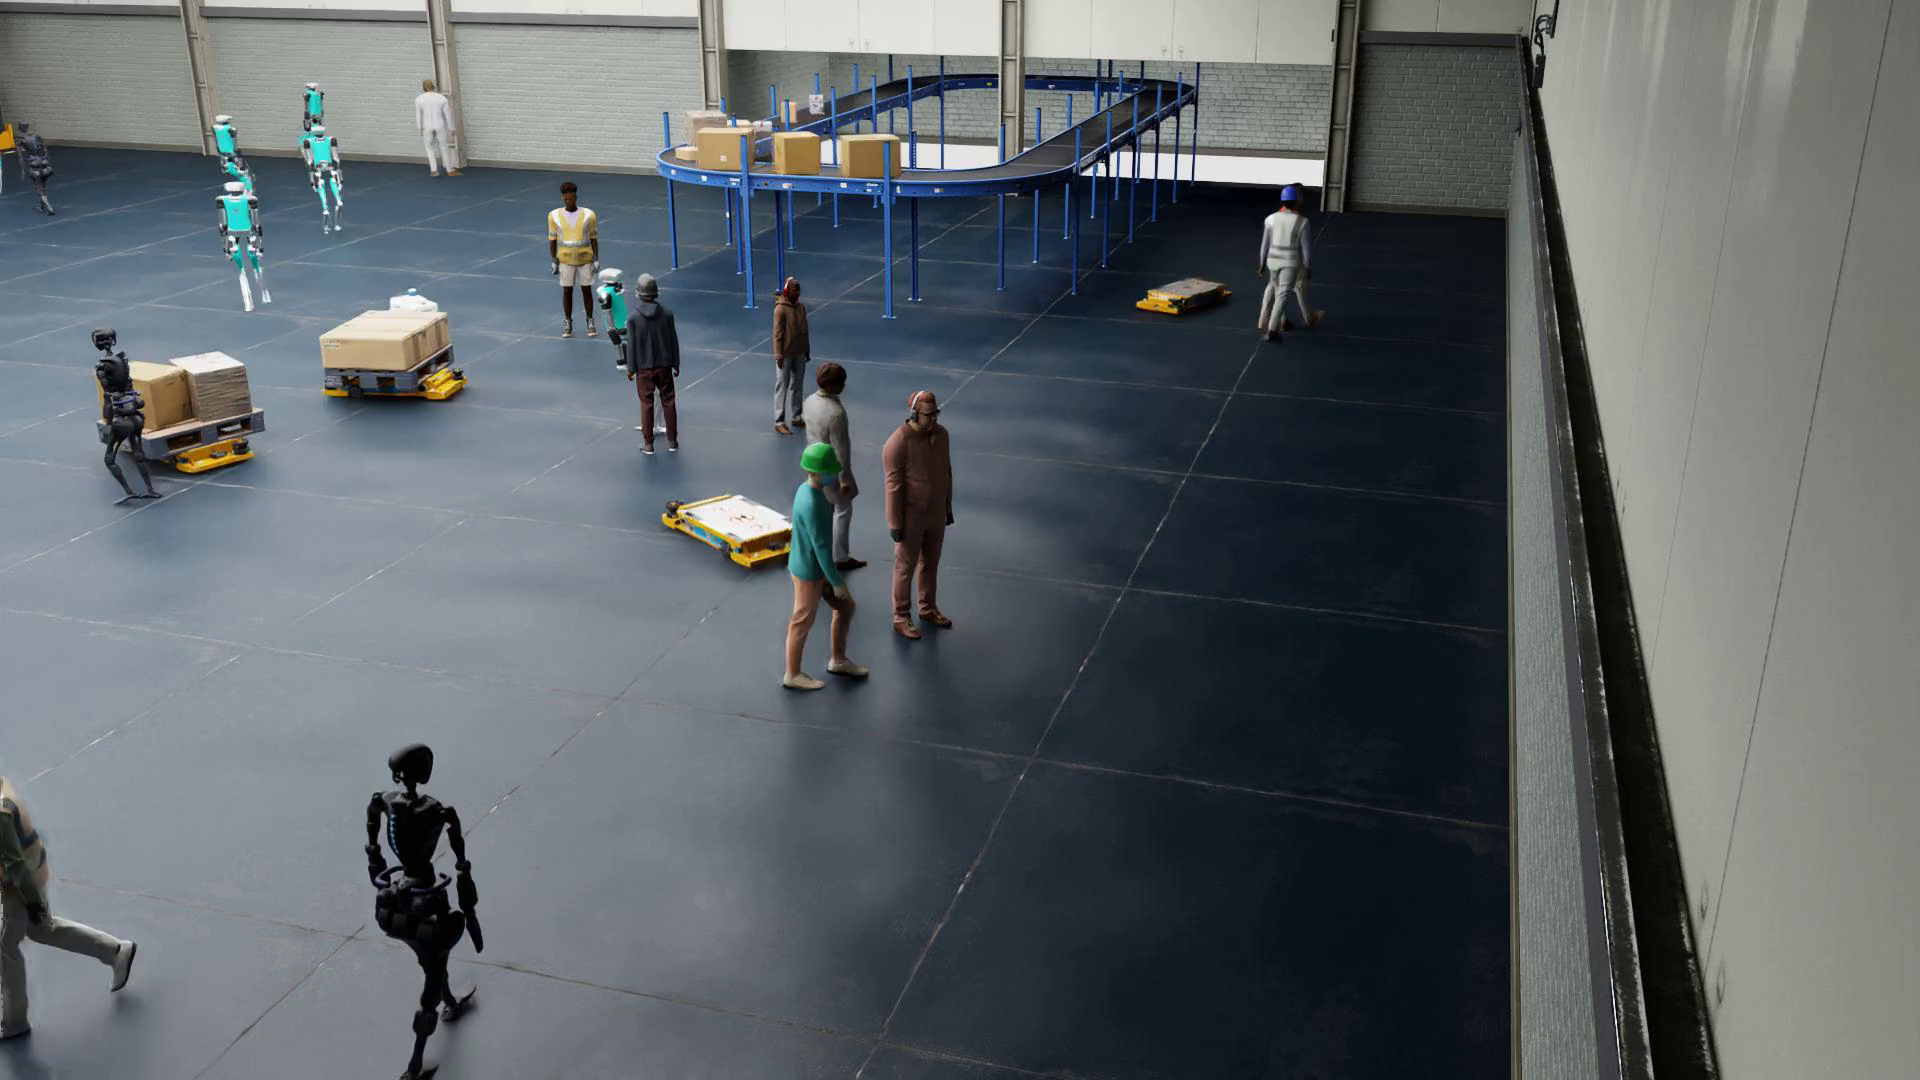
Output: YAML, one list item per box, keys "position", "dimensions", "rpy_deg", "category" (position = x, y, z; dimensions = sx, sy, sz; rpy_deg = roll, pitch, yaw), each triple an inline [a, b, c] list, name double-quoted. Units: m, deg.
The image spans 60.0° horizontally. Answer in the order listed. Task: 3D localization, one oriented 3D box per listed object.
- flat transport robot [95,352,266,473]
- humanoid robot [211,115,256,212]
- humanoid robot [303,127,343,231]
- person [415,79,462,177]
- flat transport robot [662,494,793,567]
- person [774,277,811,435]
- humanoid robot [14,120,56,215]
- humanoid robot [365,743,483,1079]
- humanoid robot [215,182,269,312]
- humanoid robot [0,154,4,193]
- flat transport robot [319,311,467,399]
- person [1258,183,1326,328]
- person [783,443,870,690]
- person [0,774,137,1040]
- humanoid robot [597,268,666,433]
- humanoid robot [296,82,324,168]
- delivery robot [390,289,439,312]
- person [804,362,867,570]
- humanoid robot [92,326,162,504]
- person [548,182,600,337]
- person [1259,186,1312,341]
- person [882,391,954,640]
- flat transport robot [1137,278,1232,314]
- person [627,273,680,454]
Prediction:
- position: [-7.762, -0.954, 16.653]
  dimensions: [1.431, 0.231, 0.659]
  rpy_deg: [15, 26, 34]
  category: "flat transport robot"
- position: [-12.642, -6.576, 29.238]
  dimensions: [0.547, 1.801, 0.776]
  rpy_deg: [10, 23, 24]
  category: "humanoid robot"
- position: [-10.424, -5.887, 27.410]
  dimensions: [0.543, 1.768, 0.917]
  rpy_deg: [-11, 24, -26]
  category: "humanoid robot"
- position: [-10.442, -8.237, 33.312]
  dimensions: [0.805, 1.907, 0.390]
  rpy_deg: [-7, 22, -18]
  category: "person"
- position: [-1.942, -0.106, 14.453]
  dimensions: [0.659, 0.231, 1.431]
  rpy_deg: [-17, 27, -37]
  category: "flat transport robot"
- position: [-1.755, -1.920, 17.246]
  dimensions: [0.310, 1.647, 0.464]
  rpy_deg: [17, 27, 37]
  category: "person"
- position: [-16.249, -6.555, 29.287]
  dimensions: [0.684, 1.640, 0.590]
  rpy_deg: [11, 24, 27]
  category: "humanoid robot"
- position: [-2.535, 1.708, 7.849]
  dimensions: [0.614, 1.626, 0.761]
  rpy_deg: [7, 22, 19]
  category: "humanoid robot"
- position: [-9.618, -3.960, 22.503]
  dimensions: [0.554, 1.848, 0.843]
  rpy_deg: [-3, 21, -8]
  category: "humanoid robot"
- position: [-18.262, -7.359, 31.184]
  dimensions: [0.537, 1.761, 0.683]
  rpy_deg: [-4, 21, -9]
  category: "humanoid robot"
- position: [-6.390, -1.778, 18.789]
  dimensions: [1.431, 0.231, 0.659]
  rpy_deg: [2, 21, 5]
  category: "flat transport robot"
- position: [4.317, -3.658, 21.454]
  dimensions: [0.954, 1.864, 0.477]
  rpy_deg: [-7, 22, -19]
  category: "person"
- position: [-0.925, 0.199, 11.483]
  dimensions: [0.751, 1.838, 0.521]
  rpy_deg: [1, 21, 3]
  category: "person"
- position: [-4.511, 1.632, 8.079]
  dimensions: [0.723, 1.604, 0.548]
  rpy_deg: [-12, 24, -29]
  category: "person"
- position: [-3.251, -1.918, 17.096]
  dimensions: [0.844, 1.745, 0.556]
  rpy_deg: [1, 21, 3]
  category: "humanoid robot"
- position: [-13.396, -8.478, 34.174]
  dimensions: [0.725, 1.821, 0.533]
  rpy_deg: [7, 22, 19]
  category: "humanoid robot"
- position: [-6.976, -2.900, 21.320]
  dimensions: [0.801, 0.608, 0.499]
  rpy_deg: [20, 29, 41]
  category: "delivery robot"
- position: [-1.075, -0.575, 13.530]
  dimensions: [0.601, 1.809, 0.561]
  rpy_deg: [-16, 26, -35]
  category: "person"
- position: [-7.651, -1.150, 15.206]
  dimensions: [0.368, 1.642, 0.612]
  rpy_deg: [-1, 21, -2]
  category: "humanoid robot"
- position: [-4.865, -3.547, 21.020]
  dimensions: [0.611, 1.963, 0.361]
  rpy_deg: [-4, 22, -11]
  category: "person"
- position: [4.098, -3.490, 20.987]
  dimensions: [0.641, 1.898, 0.990]
  rpy_deg: [16, 26, 35]
  category: "person"
- position: [-0.279, -0.198, 12.433]
  dimensions: [0.399, 1.899, 0.645]
  rpy_deg: [19, 28, 40]
  category: "person"
- position: [3.099, -3.356, 22.883]
  dimensions: [0.659, 0.231, 1.431]
  rpy_deg: [16, 26, 36]
  category: "flat transport robot"
- position: [-3.049, -1.751, 16.567]
  dimensions: [0.539, 1.816, 0.370]
  rpy_deg: [-9, 23, -21]
  category: "person"
